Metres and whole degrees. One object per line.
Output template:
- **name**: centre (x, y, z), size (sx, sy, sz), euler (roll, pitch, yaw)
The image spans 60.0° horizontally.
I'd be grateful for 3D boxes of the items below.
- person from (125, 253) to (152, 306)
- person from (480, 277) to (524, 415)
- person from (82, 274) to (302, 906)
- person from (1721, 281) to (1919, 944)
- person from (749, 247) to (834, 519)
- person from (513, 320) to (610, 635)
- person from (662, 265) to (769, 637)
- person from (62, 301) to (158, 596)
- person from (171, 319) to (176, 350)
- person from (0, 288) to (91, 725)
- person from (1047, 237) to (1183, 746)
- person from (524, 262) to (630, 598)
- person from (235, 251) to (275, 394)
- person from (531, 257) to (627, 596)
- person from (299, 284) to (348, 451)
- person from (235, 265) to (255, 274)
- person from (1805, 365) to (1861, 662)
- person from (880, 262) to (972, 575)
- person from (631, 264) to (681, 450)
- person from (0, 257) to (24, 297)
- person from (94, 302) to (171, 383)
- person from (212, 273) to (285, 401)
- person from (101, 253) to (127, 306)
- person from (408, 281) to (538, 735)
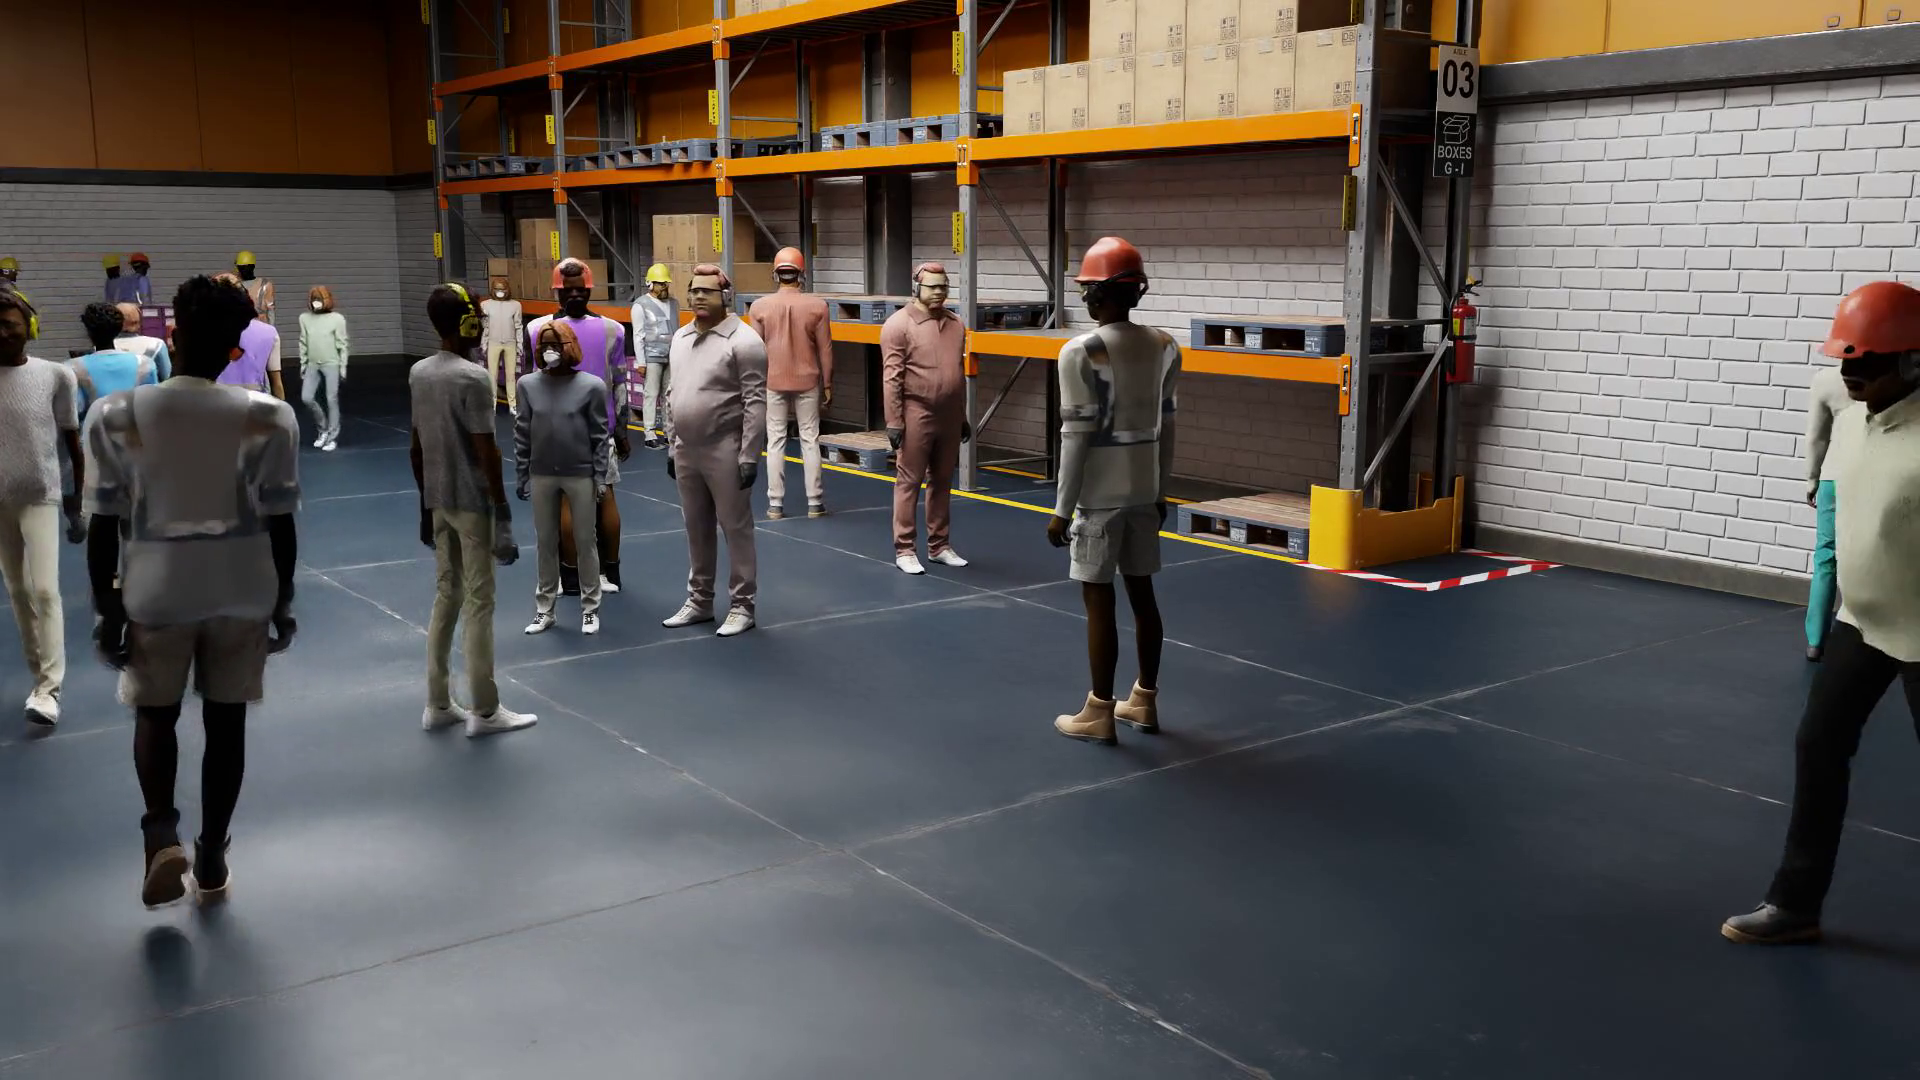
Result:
- **person**: centre (-11.504, -3.100, 23.491), size (0.589, 1.882, 0.718), euler (6, 12, 32)
- **person**: centre (-5.392, -2.281, 19.608), size (0.501, 1.632, 0.290), euler (-4, 11, -23)
- **person**: centre (-2.279, 0.175, 5.007), size (0.605, 1.934, 0.495), euler (-4, 11, -21)
- **person**: centre (2.764, 0.233, 4.713), size (0.985, 1.937, 0.654), euler (-1, 10, -7)
- **person**: centre (-1.242, -1.151, 12.270), size (0.623, 1.989, 0.400), euler (-1, 10, -3)
- **person**: centre (-2.061, -0.319, 8.618), size (0.500, 1.633, 0.282), euler (1, 10, 3)
- **person**: centre (-1.297, -0.462, 8.638), size (0.645, 1.913, 0.409), euler (7, 12, 34)
- **person**: centre (-4.812, -0.506, 9.486), size (0.536, 1.695, 0.318), euler (-10, 14, -43)
- **person**: centre (-6.794, -1.468, 14.941), size (0.529, 1.669, 0.725), euler (-3, 10, -15)
- **person**: centre (-3.982, -0.126, 6.984), size (0.514, 1.831, 0.883), euler (-2, 10, -12)
- **person**: centre (0.607, -0.191, 6.746), size (0.605, 2.045, 0.378), euler (-8, 13, -37)
- **person**: centre (-2.202, -0.636, 9.592), size (0.587, 1.920, 0.391), euler (-3, 11, -19)
- **person**: centre (-8.845, -2.636, 20.770), size (0.584, 1.927, 0.367), euler (0, 10, -1)
- **person**: centre (-2.187, -0.646, 9.589), size (0.545, 1.941, 0.351), euler (-6, 12, -30)
- **person**: centre (-6.213, -1.677, 16.229), size (0.522, 1.619, 0.332), euler (1, 10, 8)
- **person**: centre (-9.773, -2.941, 22.748), size (0.547, 1.839, 0.828), euler (-3, 11, -17)
- **person**: centre (4.310, -0.264, 7.941), size (0.526, 1.768, 0.314), euler (9, 13, 40)
- **person**: centre (-0.178, -0.749, 10.268), size (0.653, 1.904, 0.405), euler (-9, 14, -41)
- **person**: centre (-2.952, -1.800, 16.396), size (0.403, 1.824, 0.584), euler (7, 13, 36)
- **person**: centre (-13.371, -3.063, 23.456), size (0.403, 1.823, 0.586), euler (-10, 14, -43)
- **person**: centre (-6.045, -0.942, 12.201), size (0.513, 1.599, 0.843), euler (-2, 10, -9)
- **person**: centre (-4.373, -0.682, 10.052), size (0.574, 1.843, 0.374), euler (-7, 12, -34)
- **person**: centre (-12.043, -3.127, 23.678), size (0.605, 1.868, 0.980), euler (6, 12, 32)
- **person**: centre (-2.050, -0.110, 6.846), size (0.600, 1.880, 0.426), euler (7, 12, 35)
